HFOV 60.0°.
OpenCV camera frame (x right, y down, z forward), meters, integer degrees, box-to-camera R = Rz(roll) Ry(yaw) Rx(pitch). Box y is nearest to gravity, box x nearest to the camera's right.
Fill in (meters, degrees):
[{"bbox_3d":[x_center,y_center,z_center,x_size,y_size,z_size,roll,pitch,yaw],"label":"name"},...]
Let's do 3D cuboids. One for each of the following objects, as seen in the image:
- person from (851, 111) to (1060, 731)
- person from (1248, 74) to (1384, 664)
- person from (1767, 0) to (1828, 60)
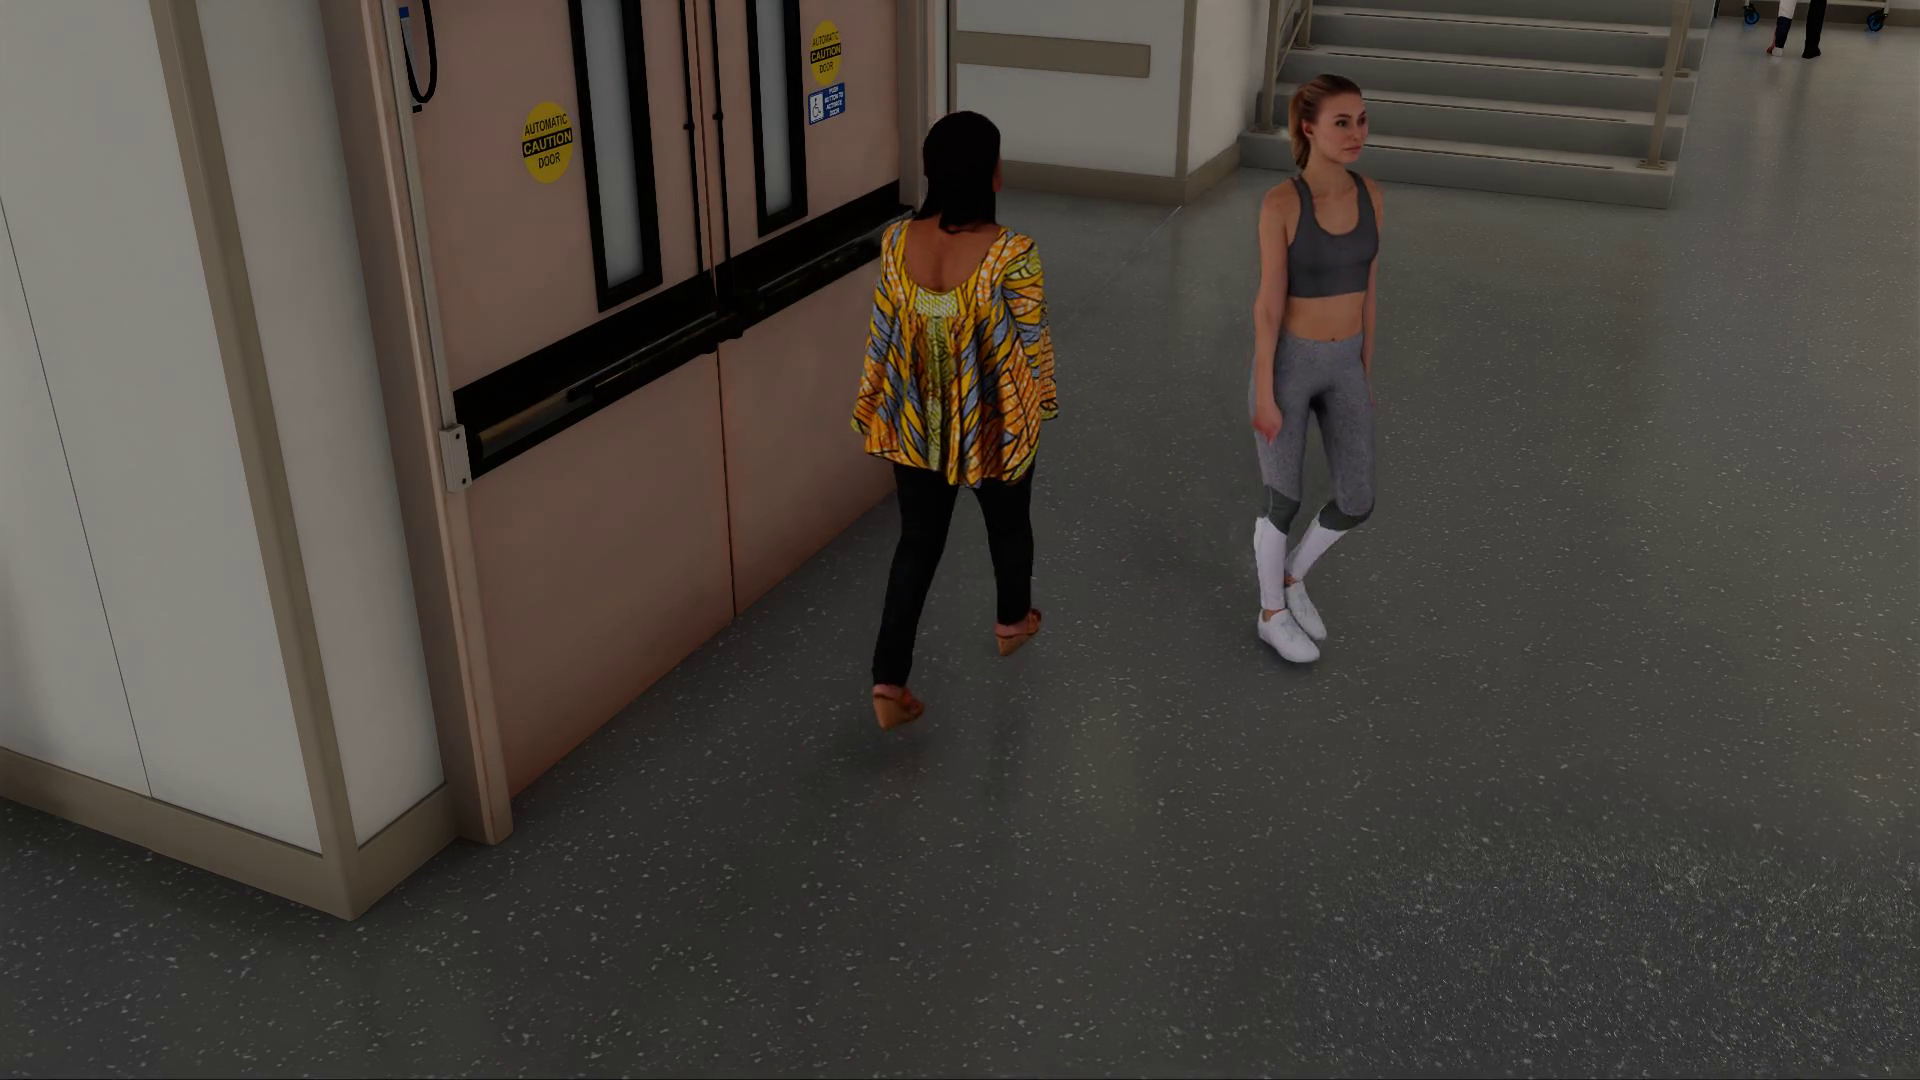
[{"bbox_3d":[-0.045,-0.242,4.351,0.681,1.612,1.032,12,28,23],"label":"person"},{"bbox_3d":[0.947,-0.473,4.728,0.705,1.699,0.770,-11,28,-21],"label":"person"},{"bbox_3d":[7.209,-5.057,14.006,0.669,1.898,0.561,12,28,23],"label":"person"}]
